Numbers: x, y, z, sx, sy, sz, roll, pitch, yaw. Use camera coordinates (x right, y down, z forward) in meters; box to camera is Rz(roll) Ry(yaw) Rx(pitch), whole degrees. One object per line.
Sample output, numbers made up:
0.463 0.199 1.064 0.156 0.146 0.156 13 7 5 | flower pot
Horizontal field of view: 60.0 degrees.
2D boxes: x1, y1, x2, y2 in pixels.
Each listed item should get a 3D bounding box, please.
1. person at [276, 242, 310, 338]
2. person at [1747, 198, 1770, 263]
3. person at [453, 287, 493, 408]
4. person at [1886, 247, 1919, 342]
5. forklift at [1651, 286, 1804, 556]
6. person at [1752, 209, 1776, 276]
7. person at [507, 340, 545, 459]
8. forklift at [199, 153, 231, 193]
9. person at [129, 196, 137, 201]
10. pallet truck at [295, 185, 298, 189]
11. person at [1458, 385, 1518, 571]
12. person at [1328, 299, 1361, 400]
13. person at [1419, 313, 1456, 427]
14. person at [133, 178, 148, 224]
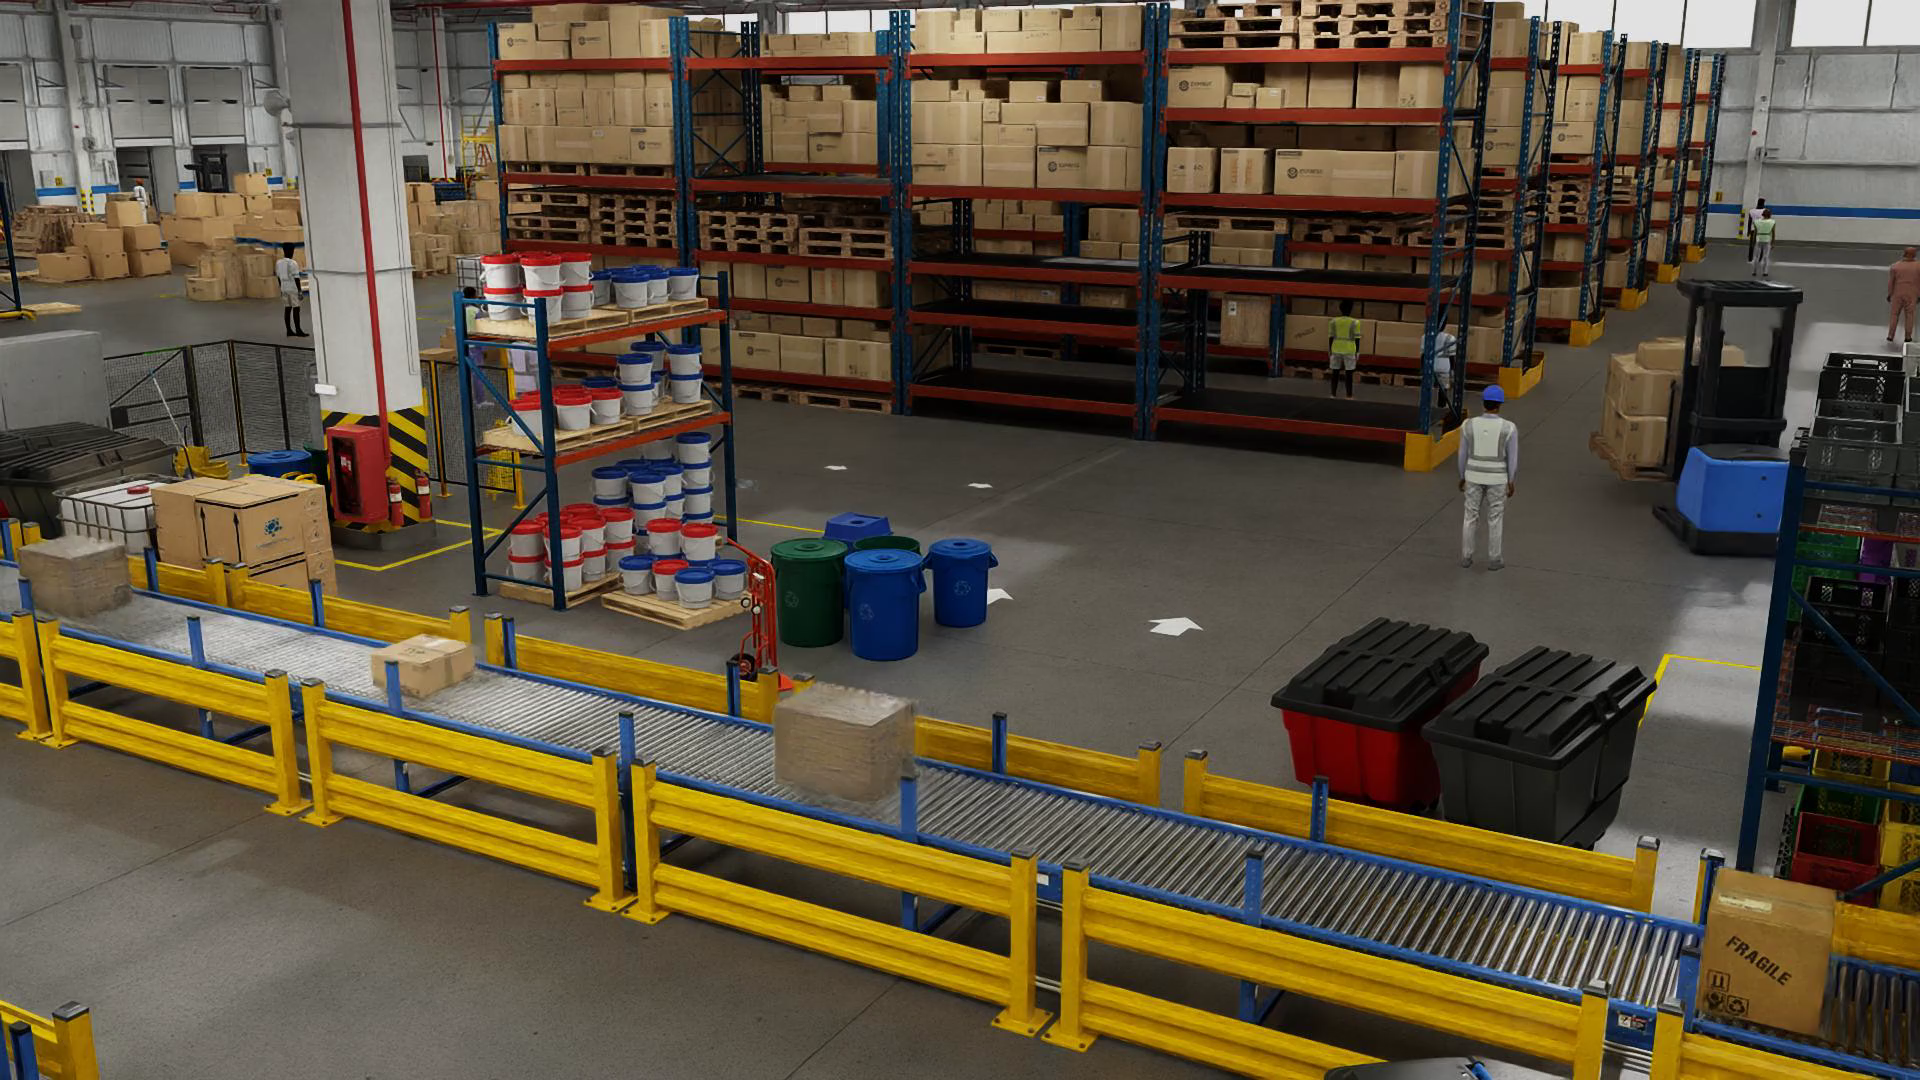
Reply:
-13.712 -5.120 34.110 0.602 1.960 0.368 8 17 28 | person
23.804 -9.220 49.611 0.591 1.915 0.393 8 17 28 | person
-7.777 -3.061 26.472 0.606 1.913 0.388 8 17 28 | person
19.117 -4.964 33.641 0.648 1.904 0.403 8 17 28 | person
8.557 -1.378 18.280 1.129 2.768 1.873 2 15 9 | forklift
22.201 -8.218 45.973 0.564 1.846 0.390 8 17 28 | person
-5.884 -2.067 22.690 0.542 1.931 0.366 8 17 28 | person
-27.440 -12.865 61.464 1.873 2.768 1.129 8 17 28 | forklift
-24.881 -9.397 50.232 0.629 1.940 0.373 8 17 28 | person
-26.804 -14.617 69.738 1.885 1.965 0.823 -14 20 -42 | pallet truck
5.485 -0.642 17.314 0.601 1.941 0.395 8 17 28 | person
6.166 -3.014 26.703 0.532 1.694 0.319 8 17 28 | person
7.157 -2.550 24.976 0.574 1.688 0.324 9 18 32 | person
-30.697 -12.607 62.397 0.573 1.887 0.356 8 17 28 | person
